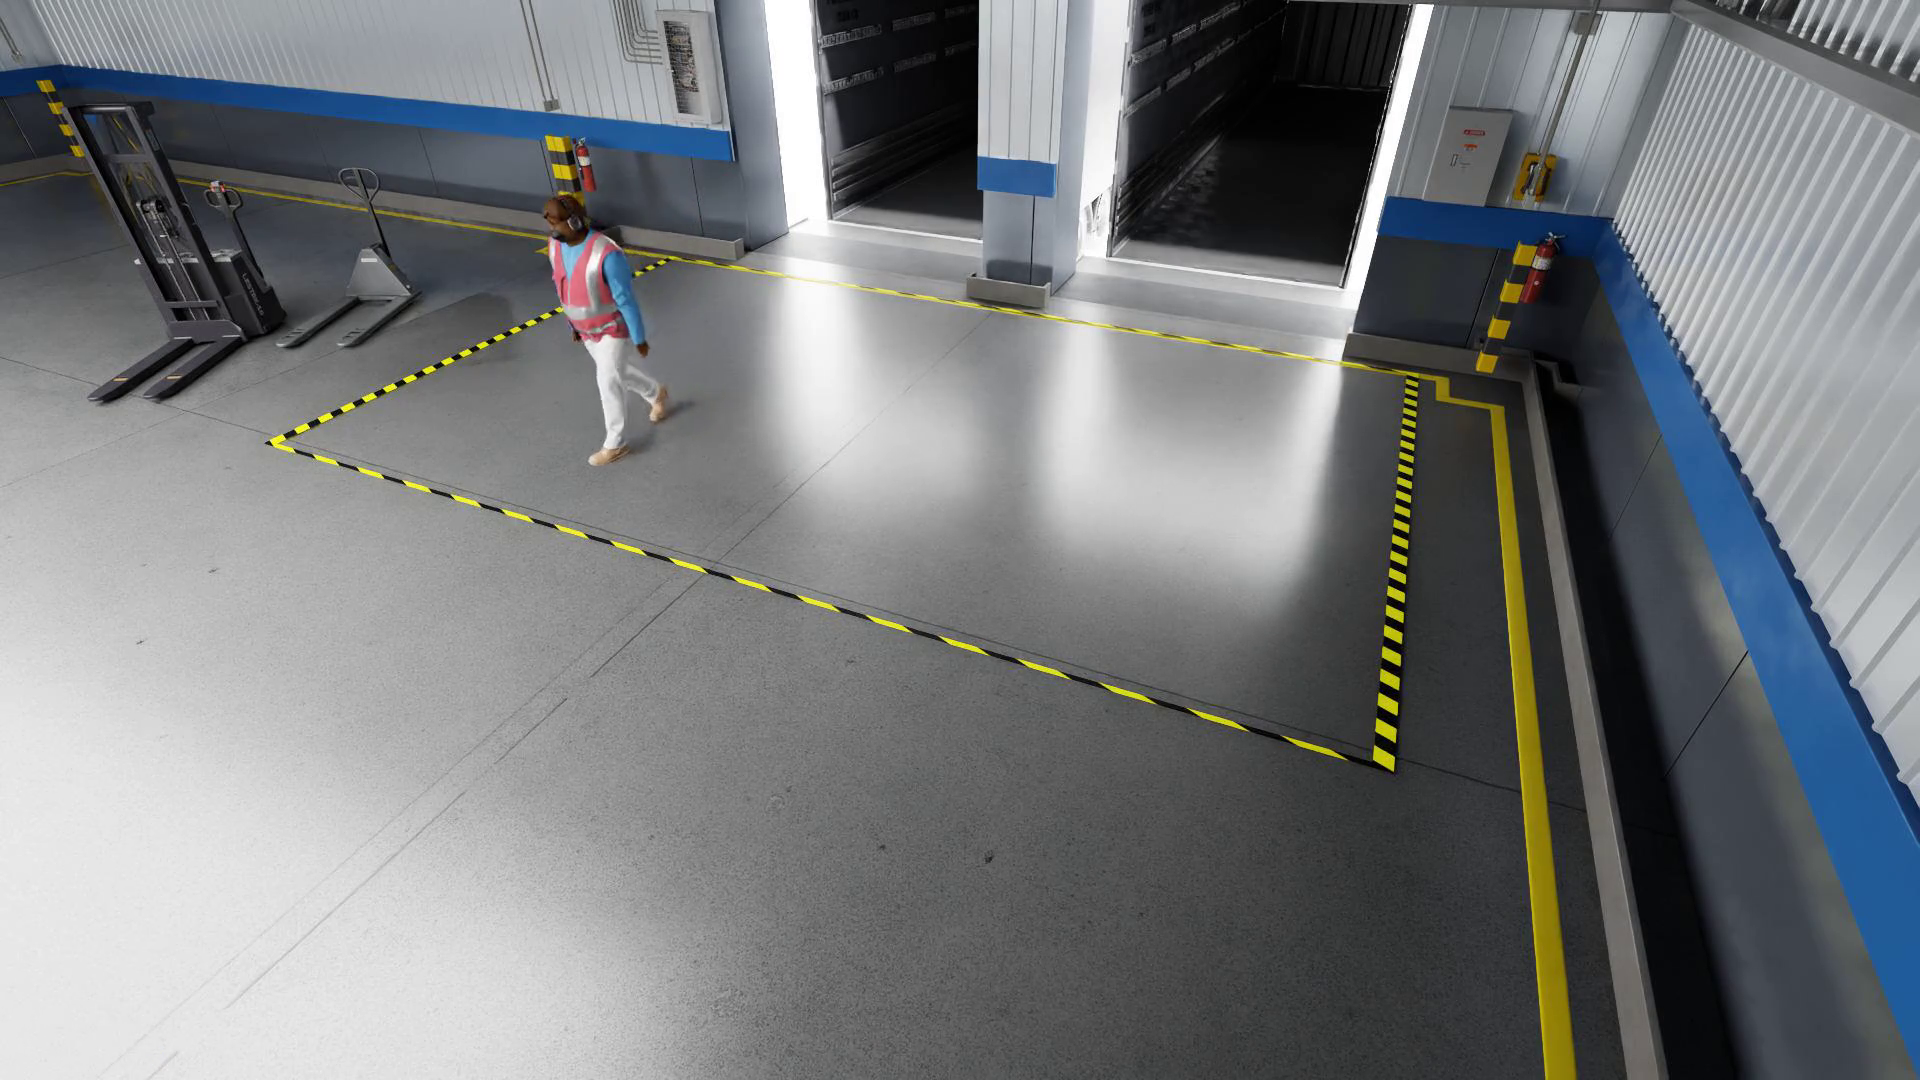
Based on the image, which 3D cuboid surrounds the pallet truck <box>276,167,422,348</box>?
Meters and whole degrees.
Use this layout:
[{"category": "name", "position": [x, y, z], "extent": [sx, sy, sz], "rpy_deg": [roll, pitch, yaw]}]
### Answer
[{"category": "pallet truck", "position": [-5.732, -2.611, 8.414], "extent": [0.680, 1.201, 1.601], "rpy_deg": [-1, 35, -1]}]

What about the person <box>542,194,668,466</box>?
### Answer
[{"category": "person", "position": [-2.407, -1.479, 6.323], "extent": [0.664, 1.786, 0.929], "rpy_deg": [19, 39, 25]}]

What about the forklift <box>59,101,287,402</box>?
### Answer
[{"category": "forklift", "position": [-6.686, -2.387, 7.434], "extent": [0.823, 1.965, 1.885], "rpy_deg": [-3, 35, -5]}]
